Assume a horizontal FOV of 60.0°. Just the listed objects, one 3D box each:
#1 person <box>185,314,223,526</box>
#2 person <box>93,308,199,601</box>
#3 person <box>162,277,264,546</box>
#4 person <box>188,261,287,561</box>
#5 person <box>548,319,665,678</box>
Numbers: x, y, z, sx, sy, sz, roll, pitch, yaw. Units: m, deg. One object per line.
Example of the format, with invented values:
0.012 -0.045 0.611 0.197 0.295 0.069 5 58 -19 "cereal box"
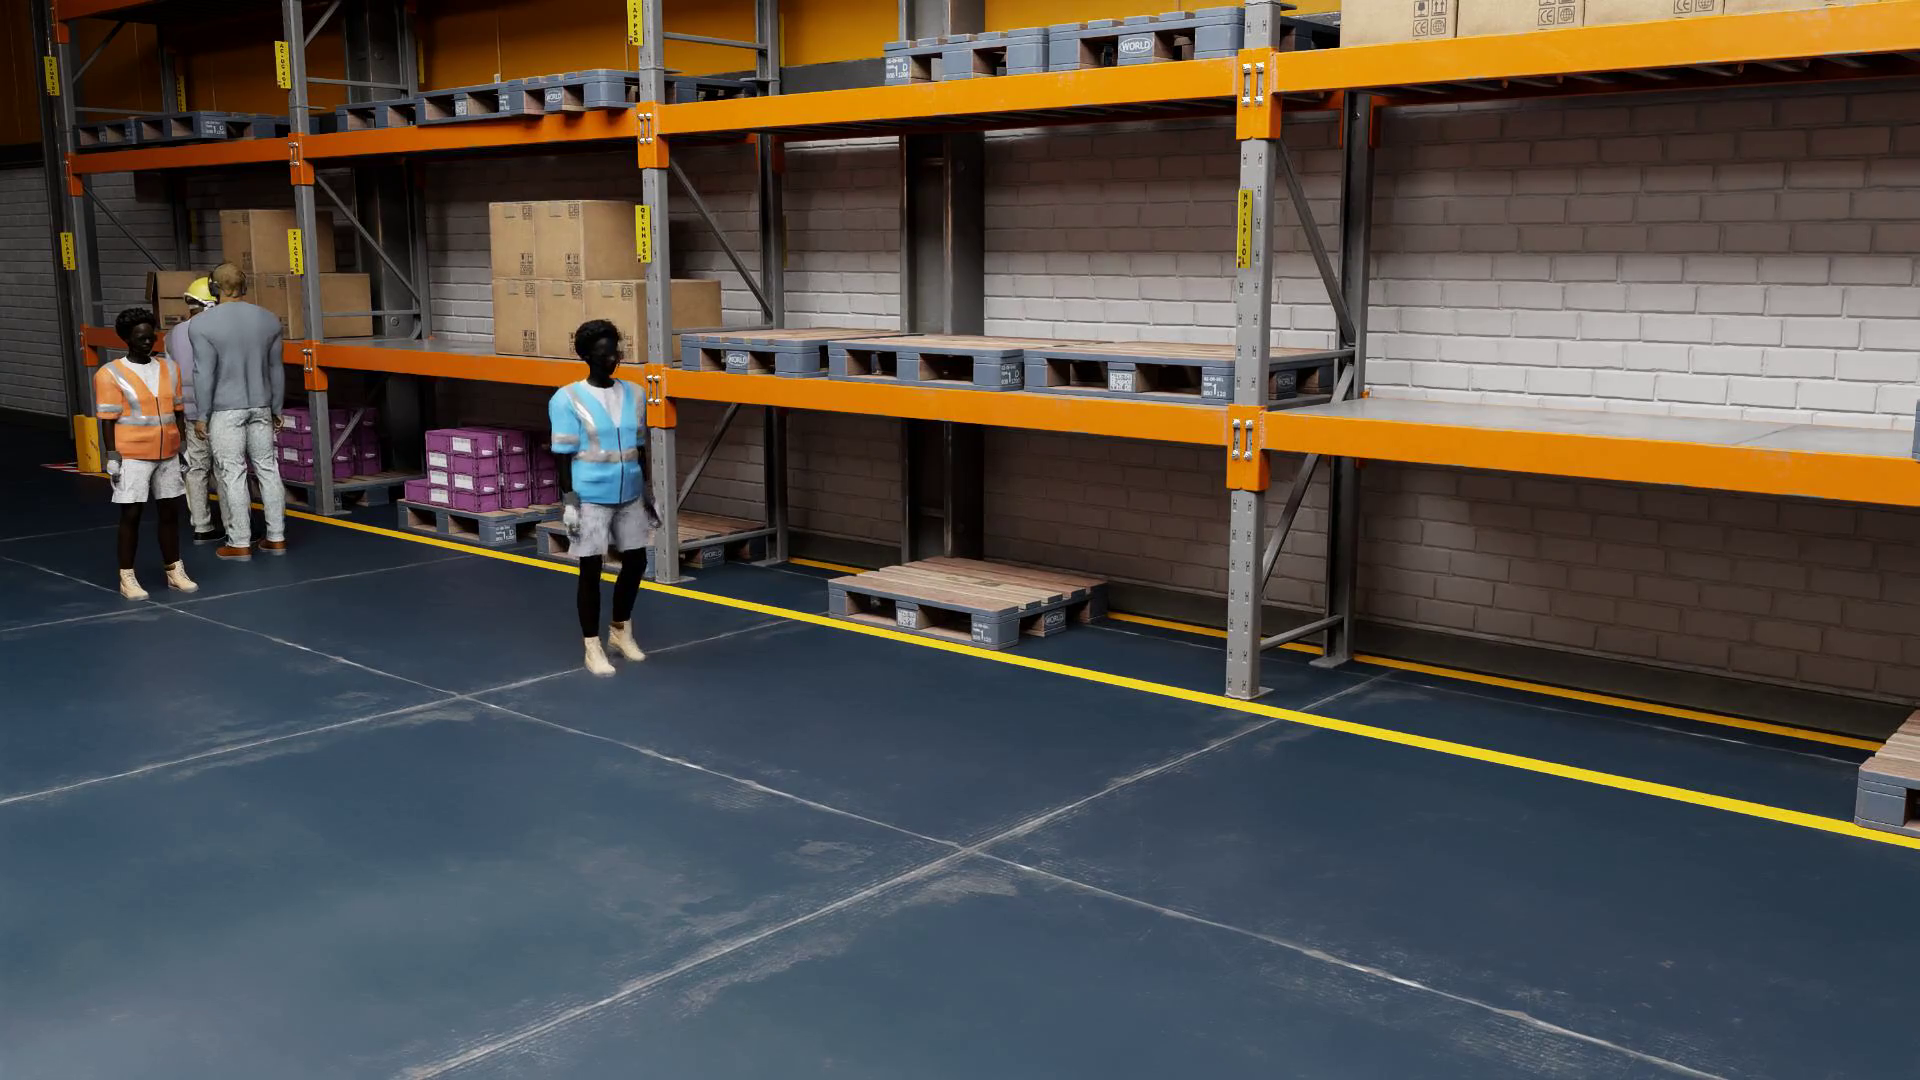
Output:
-5.477 -0.908 12.136 0.277 1.629 0.496 7 12 34 "person"
-4.701 -0.492 9.601 0.320 1.687 0.533 6 11 29 "person"
-5.076 -0.863 11.314 0.586 1.824 0.403 4 11 20 "person"
-4.675 -0.831 10.809 0.352 1.936 0.635 7 12 35 "person"
-1.693 -0.202 7.956 0.391 1.695 0.595 10 14 44 "person"
